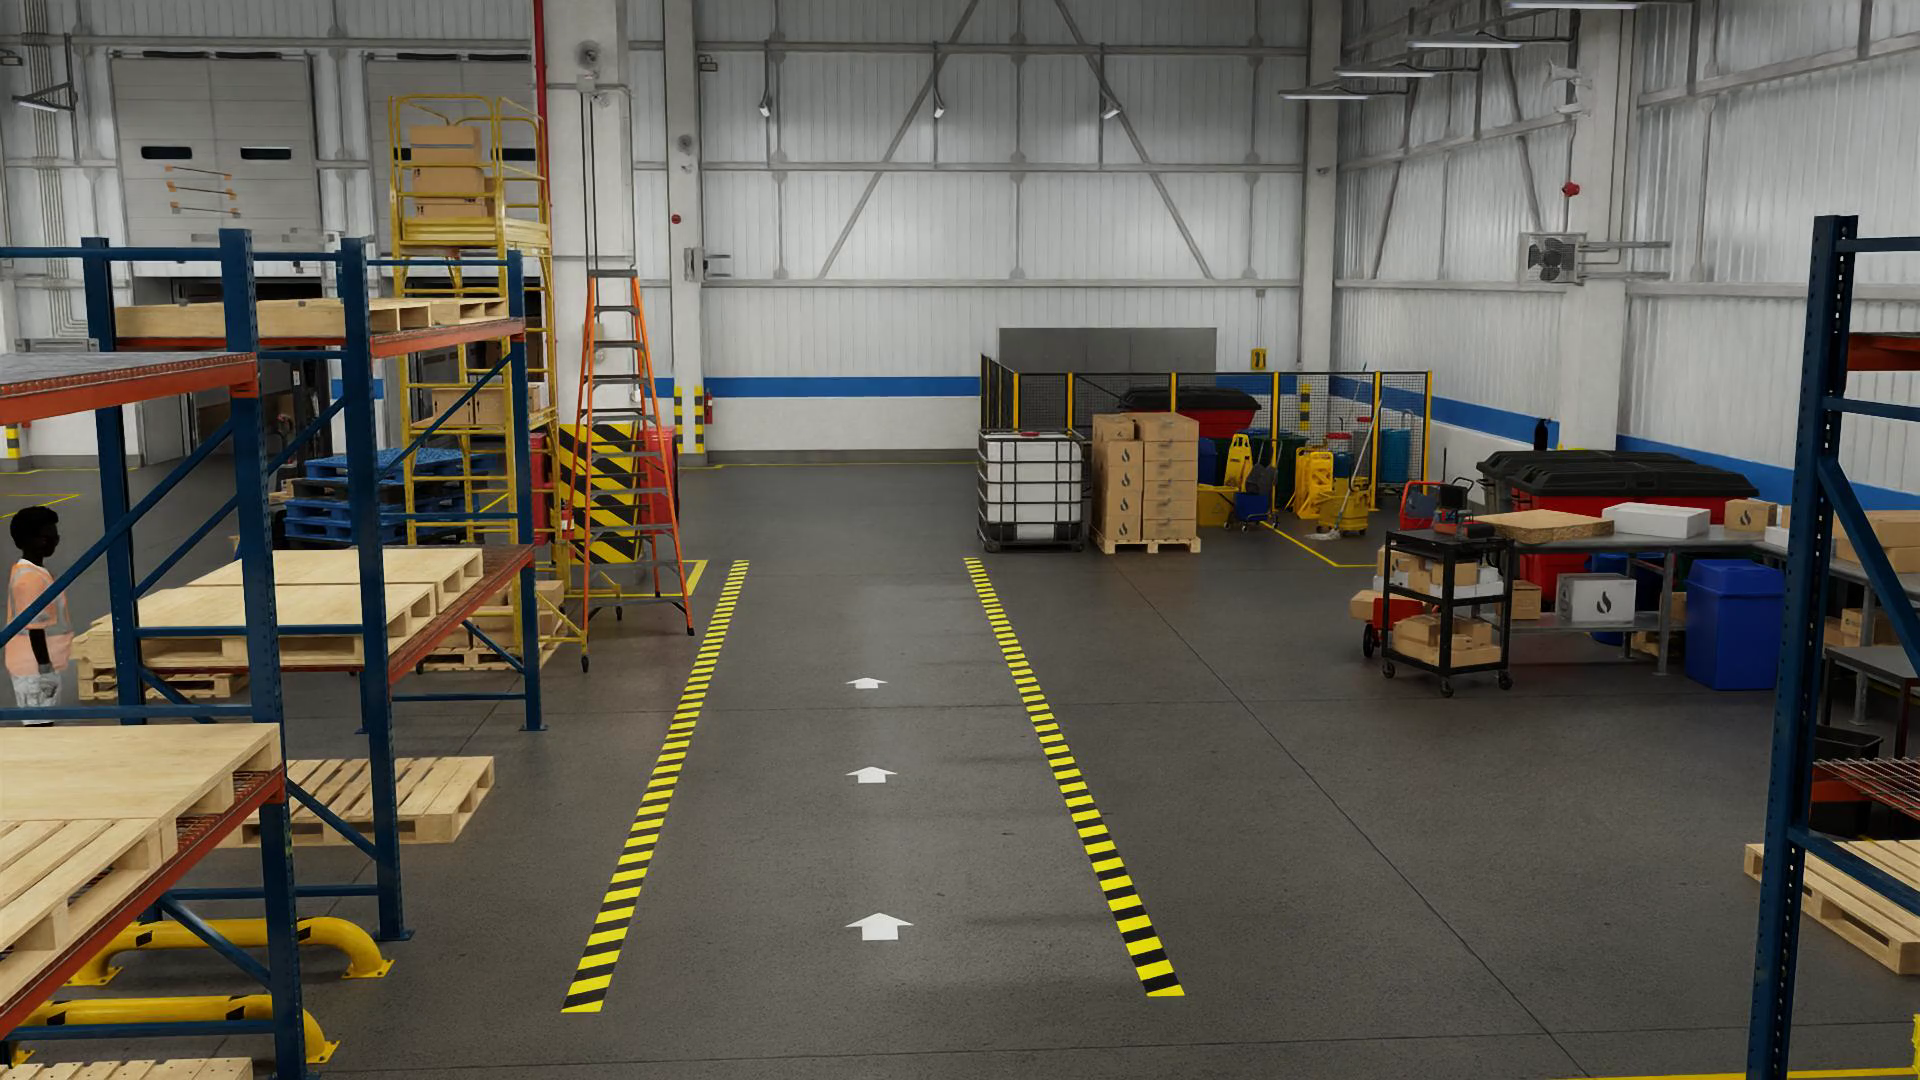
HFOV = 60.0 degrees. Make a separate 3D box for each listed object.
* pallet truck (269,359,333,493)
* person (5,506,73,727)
[{"bbox_3d":[-7.062,-1.131,18.996,1.885,1.965,0.823,2,9,13],"label":"pallet truck"},{"bbox_3d":[-4.793,0.663,8.671,0.322,1.696,0.530,-5,10,-29],"label":"person"}]
